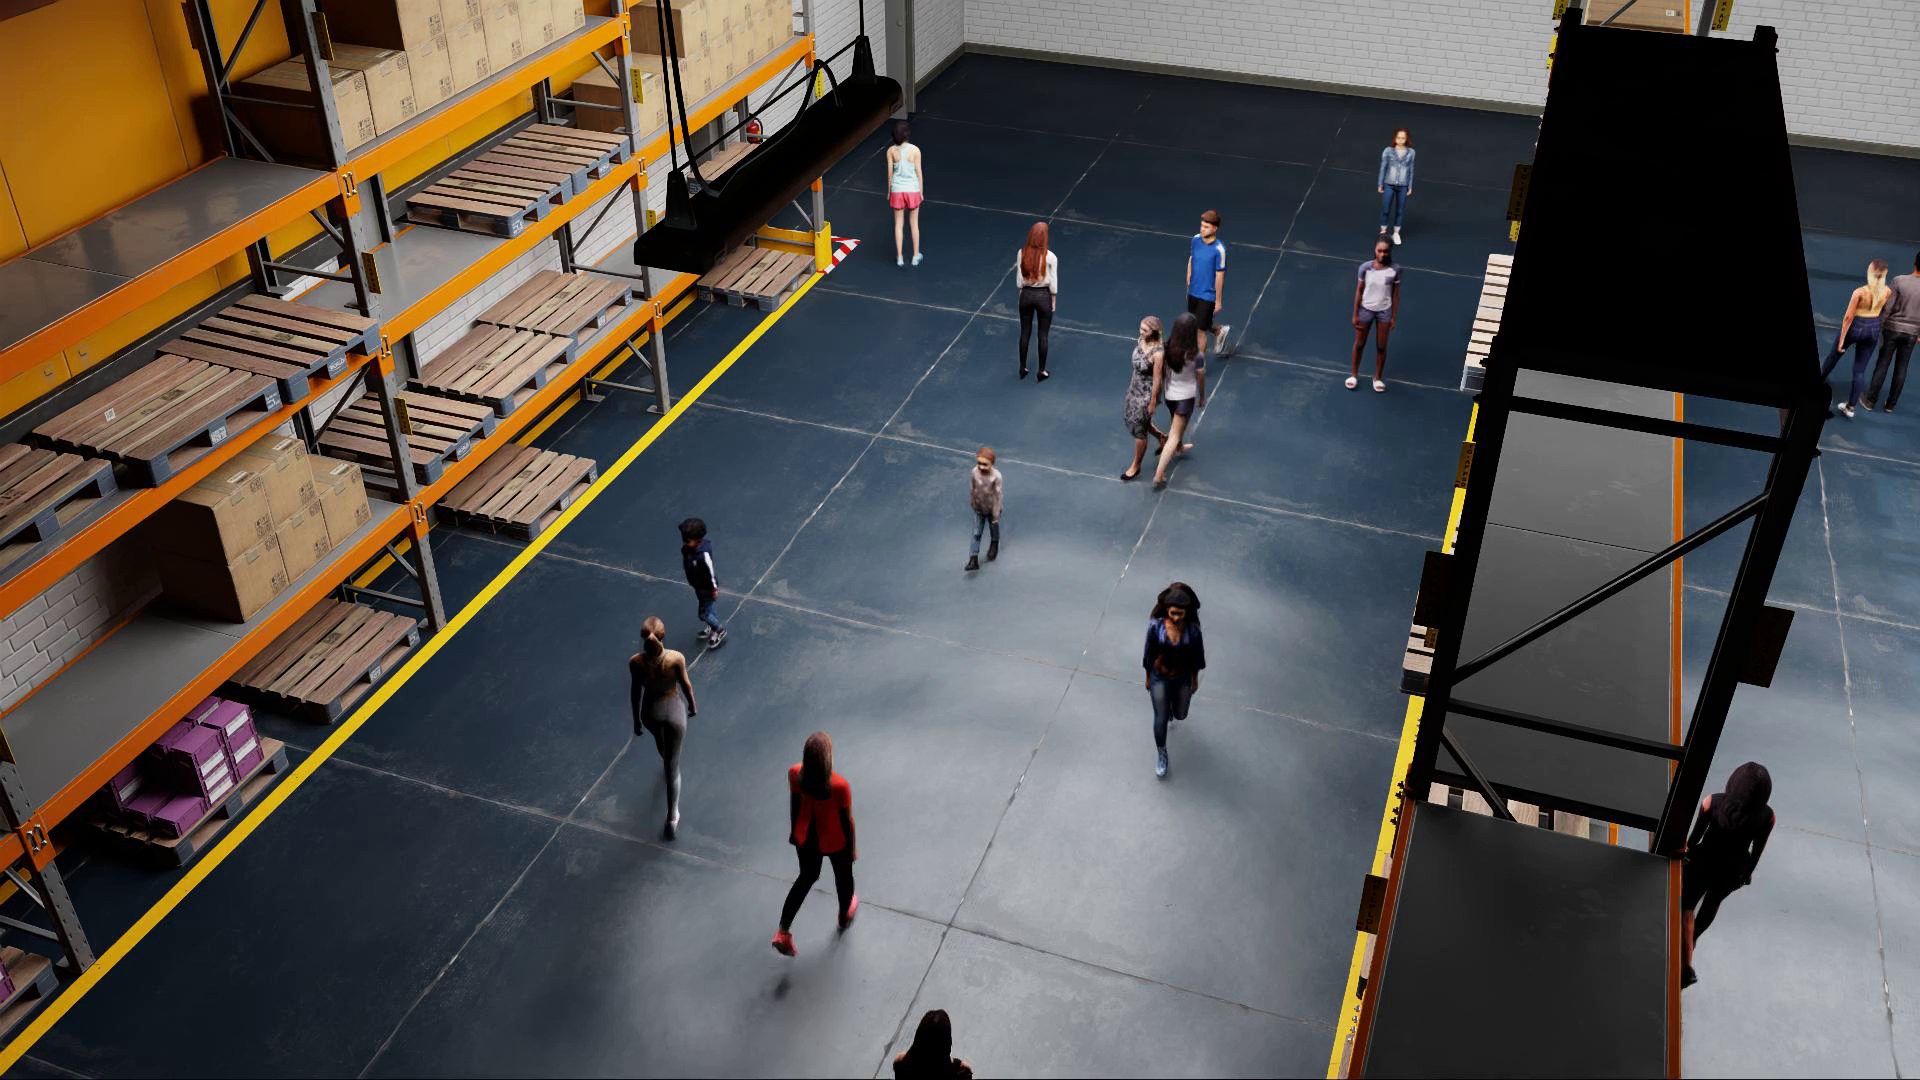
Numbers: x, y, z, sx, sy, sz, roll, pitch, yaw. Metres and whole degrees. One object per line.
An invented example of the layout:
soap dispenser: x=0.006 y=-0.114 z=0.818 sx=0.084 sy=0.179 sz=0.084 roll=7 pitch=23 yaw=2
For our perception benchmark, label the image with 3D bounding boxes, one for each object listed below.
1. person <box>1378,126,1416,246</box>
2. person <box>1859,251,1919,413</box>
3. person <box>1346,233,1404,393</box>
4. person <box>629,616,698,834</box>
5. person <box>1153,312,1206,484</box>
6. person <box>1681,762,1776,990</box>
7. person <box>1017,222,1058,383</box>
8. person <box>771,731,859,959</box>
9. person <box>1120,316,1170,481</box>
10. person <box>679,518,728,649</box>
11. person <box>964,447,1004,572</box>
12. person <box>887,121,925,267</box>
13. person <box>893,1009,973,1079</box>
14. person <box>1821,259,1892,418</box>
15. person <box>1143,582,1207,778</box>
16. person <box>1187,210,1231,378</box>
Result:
person: x=5.392 y=-4.401 z=20.568 sx=0.615 sy=1.476 sz=0.582 roll=4 pitch=34 yaw=6
person: x=9.560 y=-2.128 z=16.886 sx=0.525 sy=1.768 sz=0.641 roll=11 pitch=35 yaw=17
person: x=4.311 y=-2.353 z=17.270 sx=0.627 sy=1.716 sz=0.562 roll=7 pitch=34 yaw=10
person: x=-2.102 y=1.322 z=11.796 sx=0.900 sy=1.656 sz=1.202 roll=-2 pitch=34 yaw=-3
person: x=2.037 y=-1.312 z=15.757 sx=0.812 sy=1.659 sz=1.187 roll=21 pitch=39 yaw=29
person: x=4.778 y=2.137 z=10.514 sx=0.639 sy=1.717 sz=1.014 roll=9 pitch=35 yaw=14
person: x=0.800 y=-2.492 z=17.441 sx=0.591 sy=1.759 sz=0.493 roll=11 pitch=35 yaw=15
person: x=-0.946 y=2.007 z=10.756 sx=0.678 sy=1.666 sz=1.038 roll=16 pitch=37 yaw=22
person: x=1.834 y=-1.384 z=15.837 sx=0.937 sy=1.689 sz=0.886 roll=-13 pitch=36 yaw=-19
person: x=-2.092 y=0.330 z=13.689 sx=0.619 sy=1.211 sz=0.597 roll=-27 pitch=42 yaw=-35
person: x=0.266 y=-0.317 z=14.708 sx=0.495 sy=1.162 sz=0.805 roll=13 pitch=36 yaw=18
person: x=-0.658 y=-4.159 z=19.945 sx=0.656 sy=1.764 sz=0.633 roll=1 pitch=34 yaw=2
person: x=-0.164 y=3.223 z=8.932 sx=0.757 sy=1.660 sz=1.172 roll=4 pitch=34 yaw=6
person: x=9.169 y=-2.013 z=16.882 sx=0.790 sy=1.581 sz=1.155 roll=1 pitch=34 yaw=1
person: x=1.574 y=0.985 z=12.349 sx=0.719 sy=1.605 sz=0.927 roll=5 pitch=34 yaw=8
person: x=2.652 y=-2.618 z=17.554 sx=1.158 sy=1.844 sz=0.989 roll=-23 pitch=40 yaw=-31
